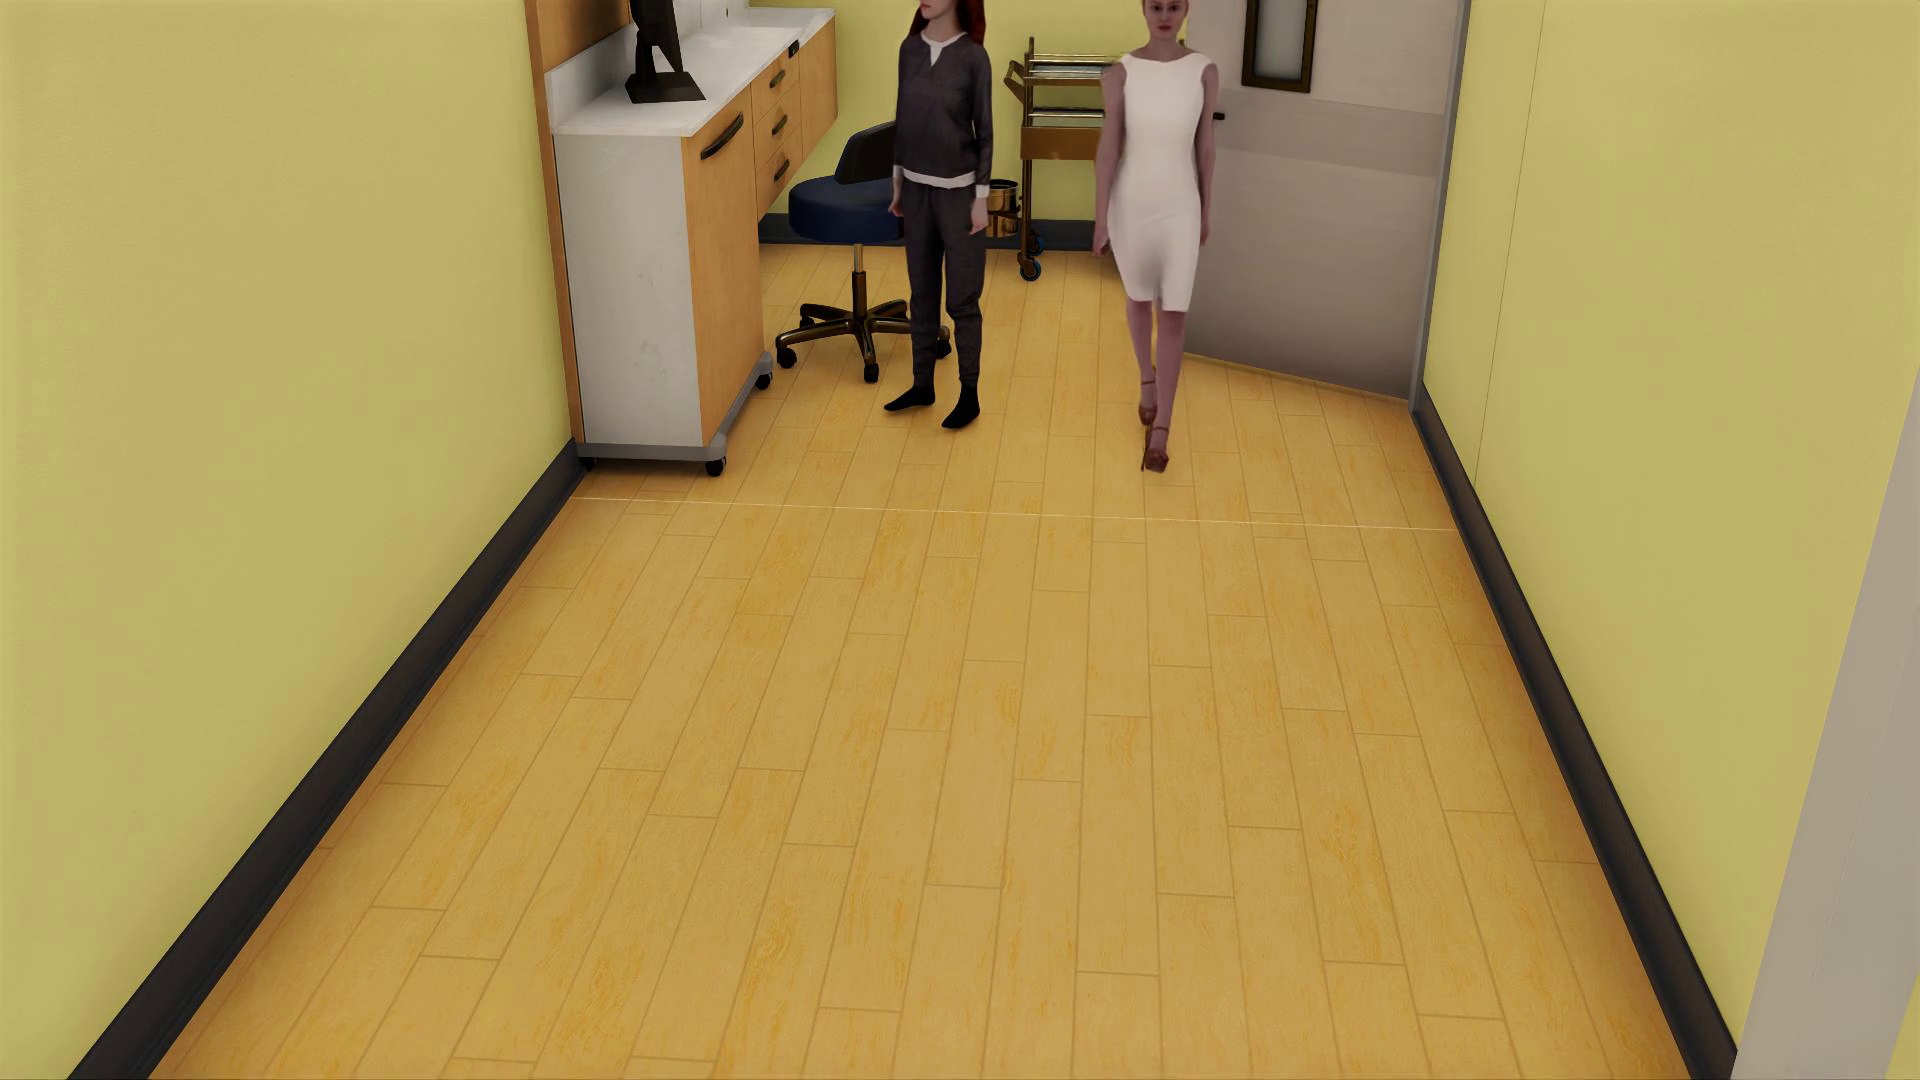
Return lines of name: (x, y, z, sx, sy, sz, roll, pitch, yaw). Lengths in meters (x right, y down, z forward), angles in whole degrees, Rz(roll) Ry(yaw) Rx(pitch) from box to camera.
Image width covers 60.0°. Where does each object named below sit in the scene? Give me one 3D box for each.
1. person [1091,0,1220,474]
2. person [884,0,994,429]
person: (0.698, -1.168, 6.040, 0.985, 1.750, 0.640, 2, 26, 3)
person: (-0.061, -1.304, 6.289, 0.623, 1.779, 0.722, 20, 32, 35)
